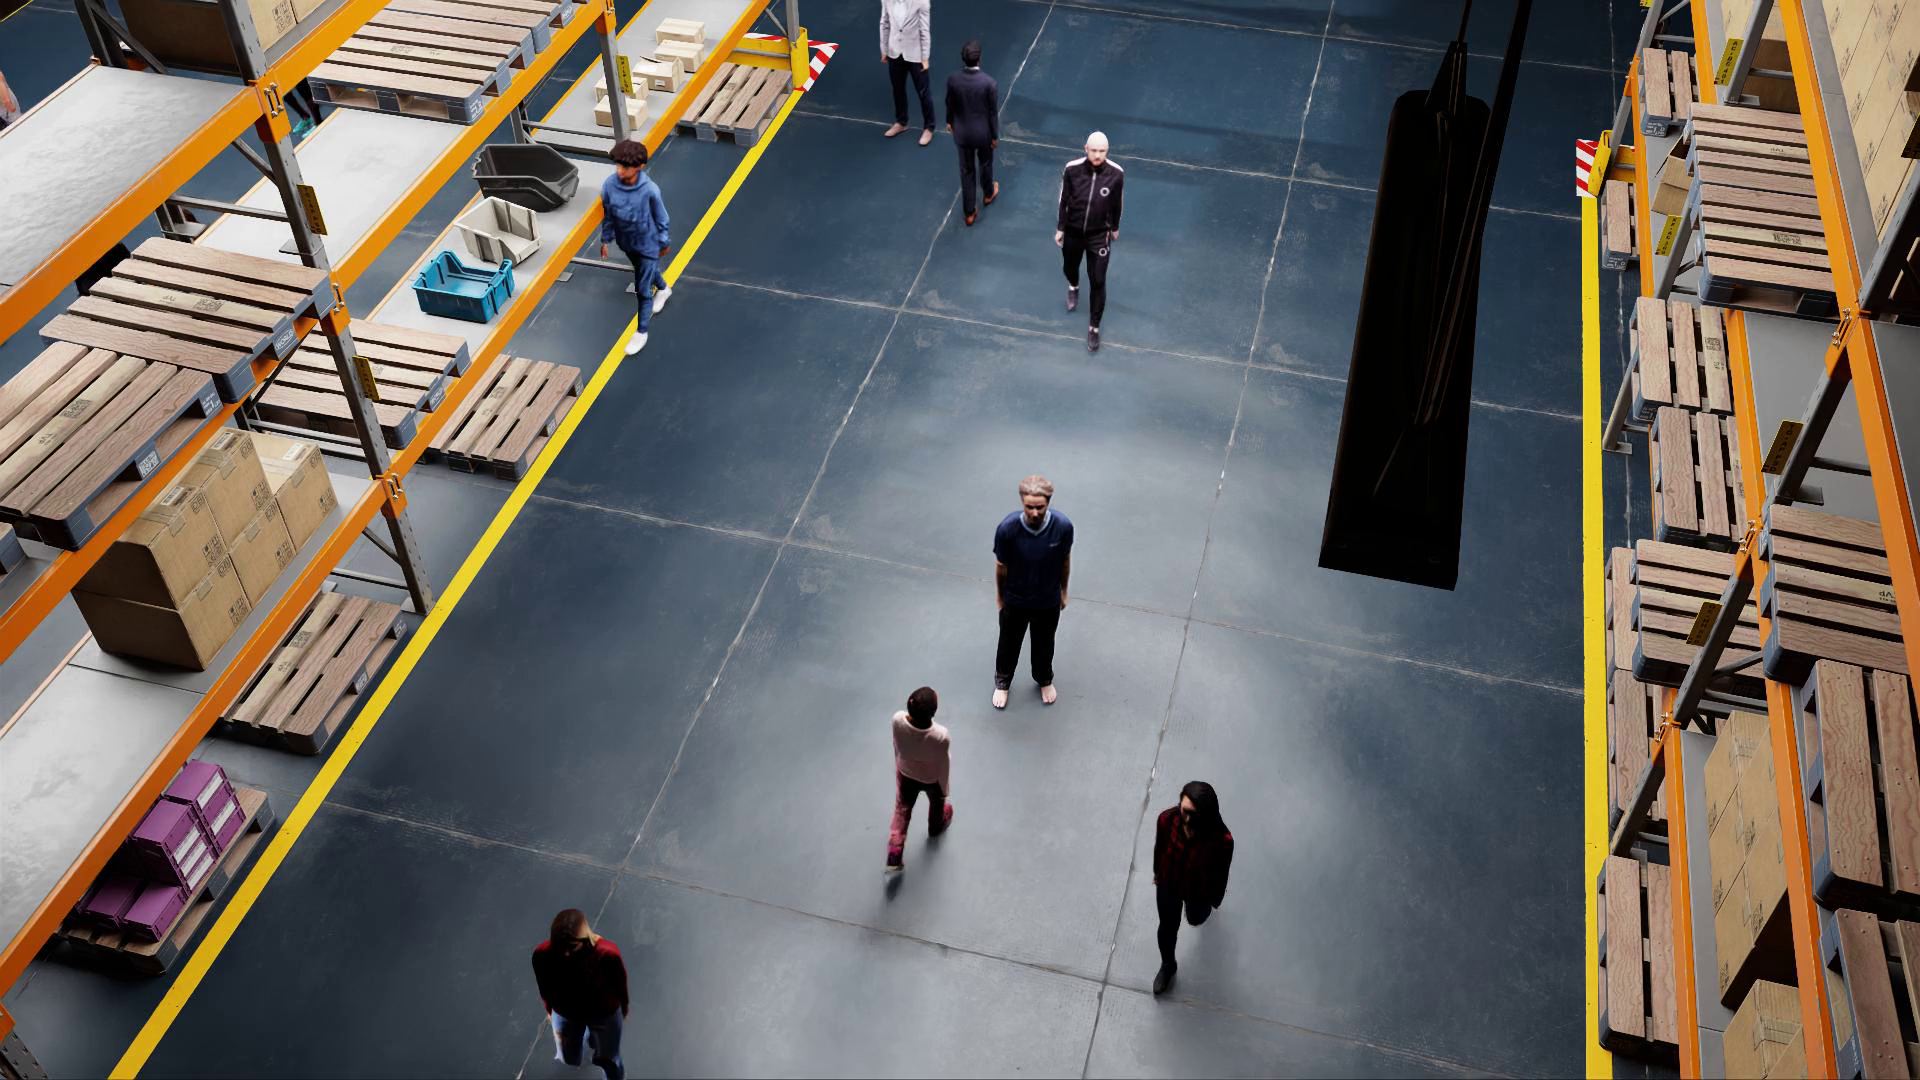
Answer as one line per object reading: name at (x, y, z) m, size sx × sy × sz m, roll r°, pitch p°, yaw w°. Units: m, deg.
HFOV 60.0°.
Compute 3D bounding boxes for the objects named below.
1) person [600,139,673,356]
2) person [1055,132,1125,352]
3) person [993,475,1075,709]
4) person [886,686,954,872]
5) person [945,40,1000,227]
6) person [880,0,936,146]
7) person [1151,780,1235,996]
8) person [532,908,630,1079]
person at (-2.584, -2.493, 13.587) m, size 0.789 × 1.768 × 1.203 m, roll 16°, pitch 46°, yaw 16°
person at (1.028, -2.549, 13.619) m, size 0.734 × 1.805 × 1.096 m, roll 7°, pitch 44°, yaw 7°
person at (0.446, 0.327, 10.551) m, size 0.725 × 1.872 × 0.676 m, roll -4°, pitch 44°, yaw -4°
person at (-0.264, 1.399, 9.749) m, size 0.608 × 1.427 × 0.942 m, roll 15°, pitch 46°, yaw 16°
person at (0.093, -3.565, 14.754) m, size 0.663 × 1.710 × 0.836 m, roll 11°, pitch 45°, yaw 11°
person at (-0.488, -4.648, 15.796) m, size 0.719 × 1.841 × 0.641 m, roll 18°, pitch 47°, yaw 18°
person at (1.278, 1.818, 9.157) m, size 0.699 × 1.637 × 0.973 m, roll 19°, pitch 47°, yaw 19°
person at (-1.922, 2.366, 8.592) m, size 0.741 × 1.622 × 0.916 m, roll 0°, pitch 44°, yaw 0°
